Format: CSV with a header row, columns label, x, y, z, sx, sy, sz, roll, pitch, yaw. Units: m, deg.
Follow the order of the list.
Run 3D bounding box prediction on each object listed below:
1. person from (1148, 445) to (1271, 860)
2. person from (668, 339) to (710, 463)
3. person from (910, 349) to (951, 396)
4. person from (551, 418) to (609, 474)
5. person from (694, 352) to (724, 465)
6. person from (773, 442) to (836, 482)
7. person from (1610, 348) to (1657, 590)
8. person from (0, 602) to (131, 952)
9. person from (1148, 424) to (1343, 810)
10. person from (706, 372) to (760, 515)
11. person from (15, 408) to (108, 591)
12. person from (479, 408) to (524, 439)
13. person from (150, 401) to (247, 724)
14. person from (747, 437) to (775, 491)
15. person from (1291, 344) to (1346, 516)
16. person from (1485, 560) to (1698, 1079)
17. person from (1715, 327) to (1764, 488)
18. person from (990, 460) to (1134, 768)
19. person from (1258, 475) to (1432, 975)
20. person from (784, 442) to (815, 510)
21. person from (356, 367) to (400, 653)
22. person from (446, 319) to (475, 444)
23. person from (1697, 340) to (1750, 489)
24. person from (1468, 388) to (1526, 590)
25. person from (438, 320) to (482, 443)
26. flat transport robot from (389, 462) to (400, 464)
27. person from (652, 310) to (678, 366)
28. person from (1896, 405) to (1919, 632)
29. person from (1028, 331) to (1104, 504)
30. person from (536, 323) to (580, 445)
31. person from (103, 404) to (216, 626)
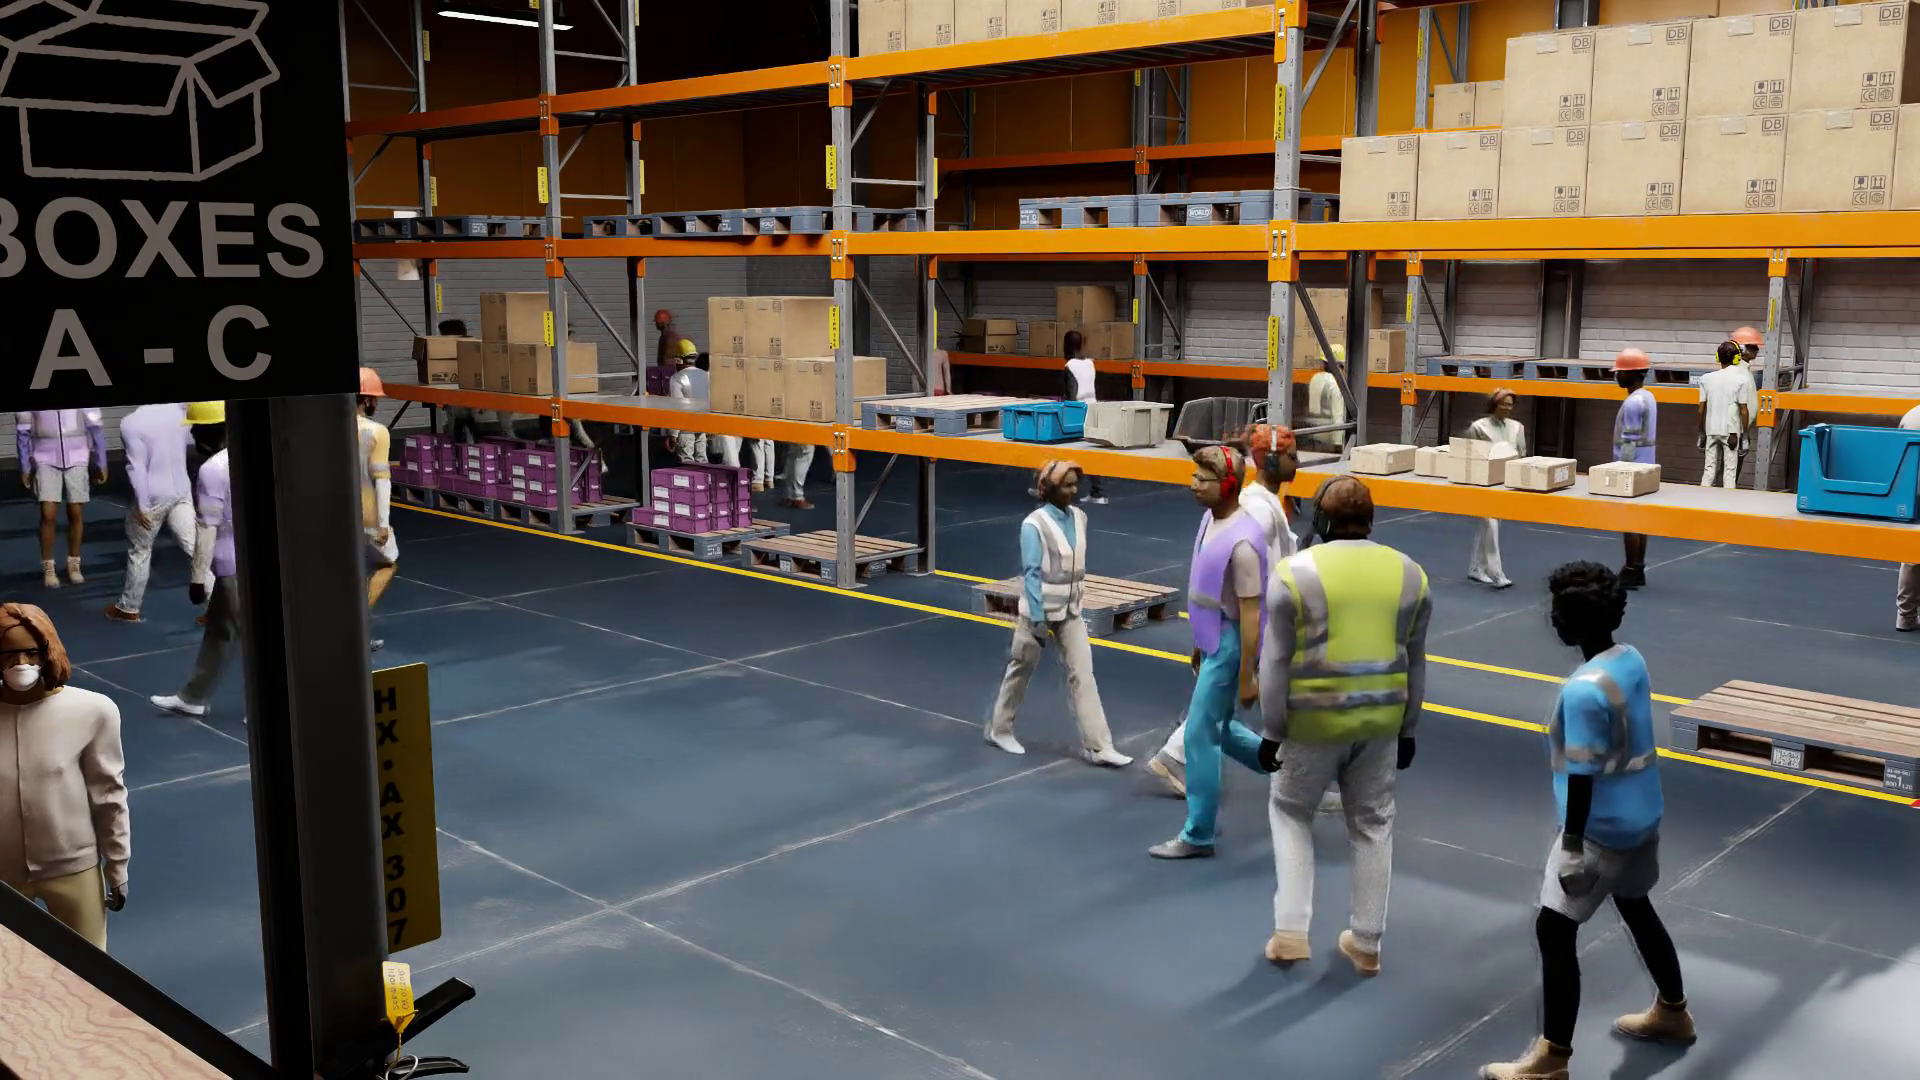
label,x,y,z,sx,sy,sz,roll,pitch,yaw
person,1.212,0.486,7.203,0.719,1.820,0.583,0,9,-1
person,-2.820,-1.161,17.265,0.403,1.830,0.599,6,11,31
person,-0.407,-2.084,23.132,0.573,1.750,0.511,-1,9,-8
person,-4.810,-1.666,20.447,0.945,1.820,0.550,1,9,9
person,-2.804,-1.220,18.180,0.550,1.658,0.751,-3,10,-18
person,-1.806,-1.604,19.952,0.994,1.856,0.649,7,12,37
person,5.356,-0.565,13.326,0.380,1.931,0.544,6,11,32
person,-2.660,0.976,4.798,0.497,1.629,0.276,-4,10,-25
person,1.369,0.364,7.889,0.937,1.850,0.586,1,9,7
person,-2.413,-1.204,17.571,0.582,1.831,1.003,-8,12,-40
person,-7.198,-0.621,13.365,0.623,2.016,0.626,-6,11,-34
person,-5.871,-1.708,21.379,0.866,1.585,0.515,6,11,32
person,-4.164,0.113,9.315,0.898,1.880,0.609,-1,9,-4
person,-2.345,-1.484,19.220,0.429,1.842,0.633,3,10,20
person,3.674,-1.072,16.776,0.616,1.811,0.604,-3,10,-16
person,2.030,0.894,5.244,0.469,1.652,0.721,7,12,39
person,7.600,-1.079,16.263,0.375,1.997,0.611,6,11,34
person,0.482,0.376,8.595,0.878,1.590,0.535,9,13,43
person,1.393,0.678,6.082,0.635,1.817,0.437,-2,9,-10
person,-1.704,-1.274,17.820,0.379,1.900,0.790,-2,10,-14
person,-3.959,-0.171,10.938,0.550,1.917,0.479,2,10,15
person,-6.762,-2.033,22.472,0.636,1.895,1.021,-2,9,-12
person,7.445,-1.006,16.205,0.328,1.872,0.509,-8,12,-41
person,4.336,-0.401,13.288,0.525,1.600,0.810,-3,10,-19
person,-6.474,-1.895,21.564,0.645,1.899,1.075,6,11,32
flat transport robot,-7.065,-0.807,19.872,1.431,0.197,0.652,-2,10,-15
person,-4.522,-2.556,25.510,1.067,1.933,0.615,-5,11,-29
person,6.826,-0.266,11.544,0.409,1.911,0.646,-3,10,-18
person,1.197,-1.344,18.244,0.957,1.875,0.589,6,11,34
person,-5.790,-2.324,23.764,0.698,2.000,0.813,5,10,26
person,-5.704,-0.297,11.872,1.059,1.887,0.638,3,10,20
